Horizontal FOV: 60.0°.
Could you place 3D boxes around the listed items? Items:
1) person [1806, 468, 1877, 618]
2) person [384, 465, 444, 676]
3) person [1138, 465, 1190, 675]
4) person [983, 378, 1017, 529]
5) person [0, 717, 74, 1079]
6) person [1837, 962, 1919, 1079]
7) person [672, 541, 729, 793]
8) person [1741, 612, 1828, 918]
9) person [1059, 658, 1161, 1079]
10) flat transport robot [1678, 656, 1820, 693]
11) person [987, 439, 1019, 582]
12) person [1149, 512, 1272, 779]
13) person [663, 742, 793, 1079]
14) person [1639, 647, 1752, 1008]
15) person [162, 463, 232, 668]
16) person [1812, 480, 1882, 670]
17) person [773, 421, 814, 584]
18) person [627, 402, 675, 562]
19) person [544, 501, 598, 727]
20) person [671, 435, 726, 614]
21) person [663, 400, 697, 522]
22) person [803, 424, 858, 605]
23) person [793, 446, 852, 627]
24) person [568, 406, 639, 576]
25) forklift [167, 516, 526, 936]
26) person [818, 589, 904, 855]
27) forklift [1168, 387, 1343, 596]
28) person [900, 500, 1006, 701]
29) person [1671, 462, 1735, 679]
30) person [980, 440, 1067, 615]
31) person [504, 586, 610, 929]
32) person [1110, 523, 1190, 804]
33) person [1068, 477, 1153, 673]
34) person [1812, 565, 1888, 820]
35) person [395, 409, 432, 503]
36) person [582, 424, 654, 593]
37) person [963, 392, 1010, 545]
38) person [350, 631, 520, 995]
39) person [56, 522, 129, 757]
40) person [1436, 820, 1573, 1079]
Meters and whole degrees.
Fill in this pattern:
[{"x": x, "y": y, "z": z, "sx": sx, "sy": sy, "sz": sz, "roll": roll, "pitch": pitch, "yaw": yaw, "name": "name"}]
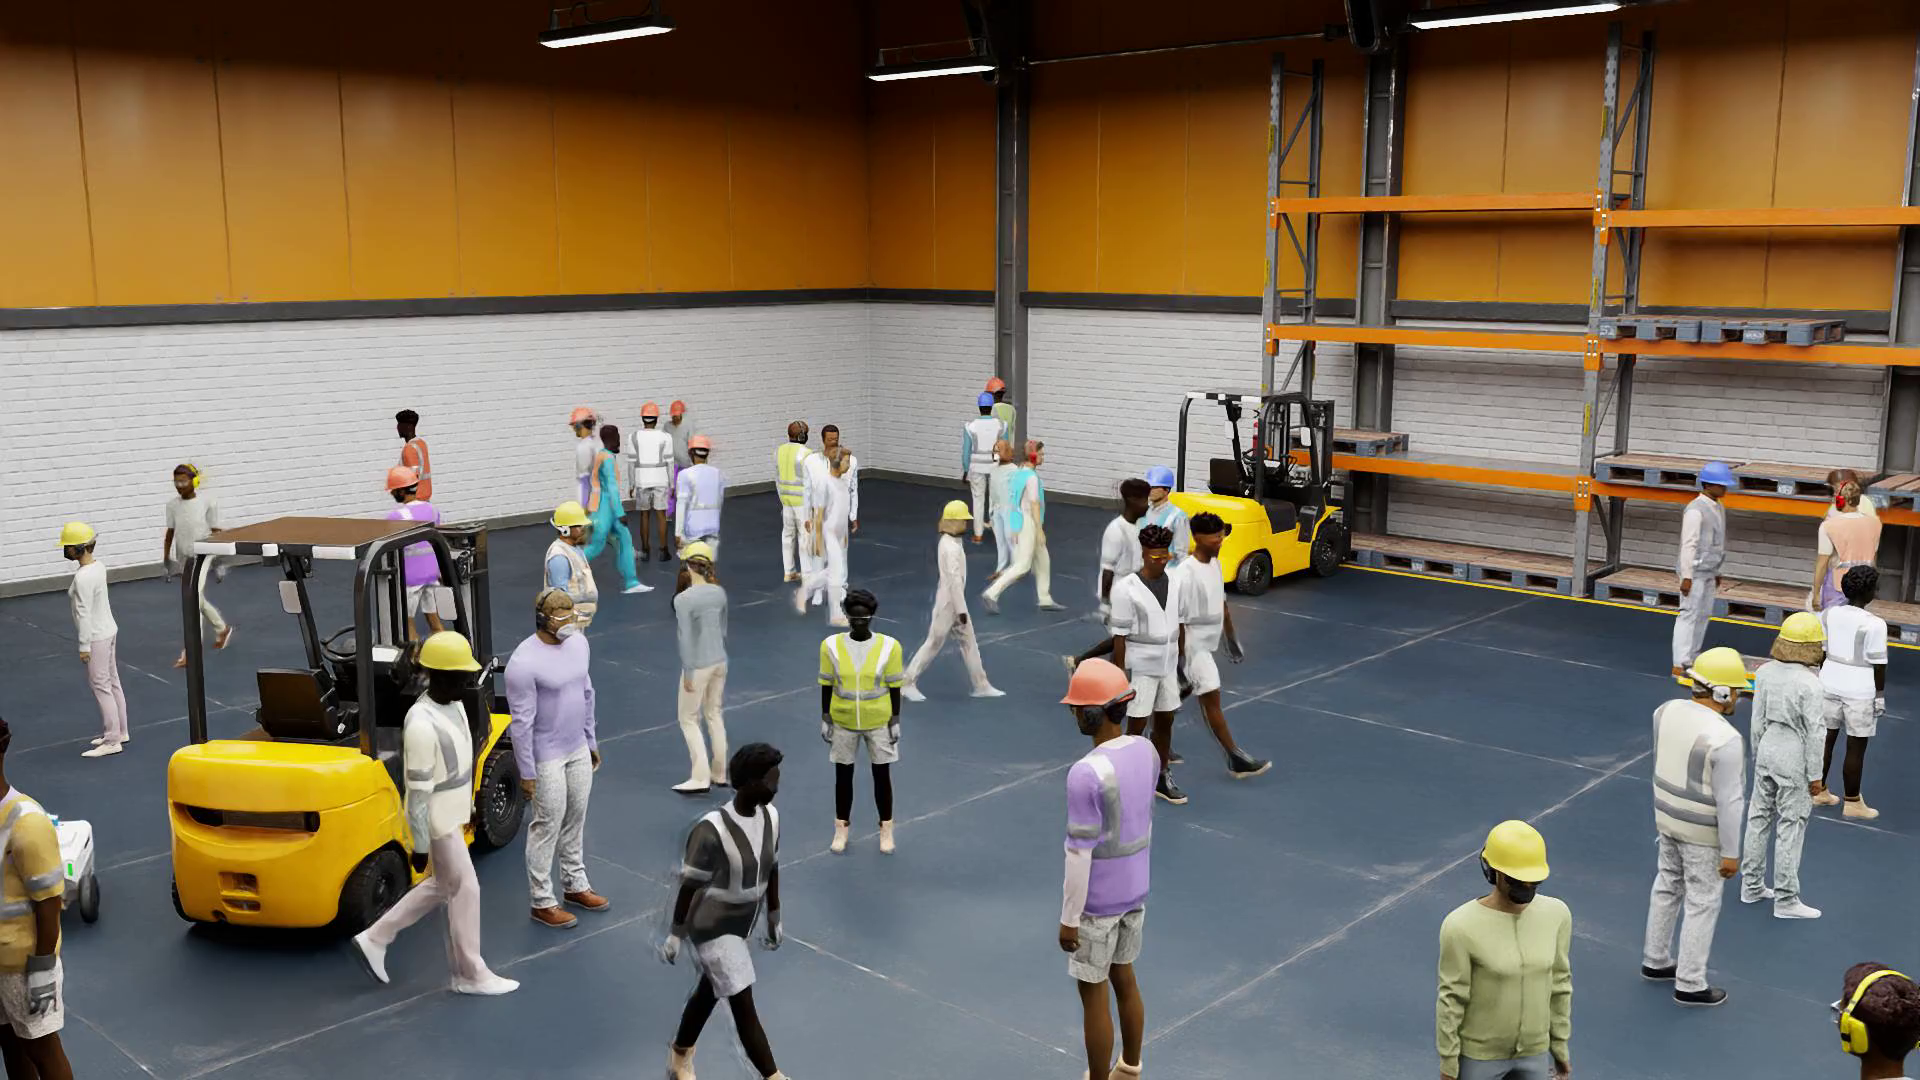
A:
[{"x": 7.868, "y": 0.268, "z": 14.850, "sx": 0.669, "sy": 1.815, "sz": 0.488, "roll": -7, "pitch": 12, "yaw": -34, "name": "person"}, {"x": -4.680, "y": 0.308, "z": 14.322, "sx": 0.422, "sy": 1.924, "sz": 0.636, "roll": 4, "pitch": 11, "yaw": 24, "name": "person"}, {"x": 1.686, "y": 0.330, "z": 14.122, "sx": 0.384, "sy": 1.951, "sz": 0.605, "roll": -8, "pitch": 13, "yaw": -37, "name": "person"}, {"x": 0.485, "y": -1.158, "z": 22.340, "sx": 0.395, "sy": 2.039, "sz": 0.614, "roll": 8, "pitch": 13, "yaw": 39, "name": "person"}, {"x": -3.813, "y": 1.634, "z": 6.657, "sx": 0.613, "sy": 1.962, "sz": 0.367, "roll": 7, "pitch": 12, "yaw": 35, "name": "person"}, {"x": 2.454, "y": 2.061, "z": 4.542, "sx": 0.514, "sy": 1.859, "sz": 0.321, "roll": -2, "pitch": 10, "yaw": -9, "name": "person"}, {"x": -1.803, "y": 0.882, "z": 11.623, "sx": 0.447, "sy": 1.724, "sz": 0.574, "roll": 6, "pitch": 12, "yaw": 33, "name": "person"}, {"x": 4.693, "y": 1.261, "z": 9.410, "sx": 0.295, "sy": 1.744, "sz": 0.491, "roll": -3, "pitch": 10, "yaw": -17, "name": "person"}, {"x": 0.609, "y": 1.510, "z": 7.185, "sx": 0.411, "sy": 2.032, "sz": 0.611, "roll": 7, "pitch": 12, "yaw": 36, "name": "person"}, {"x": 6.923, "y": 1.175, "z": 14.089, "sx": 1.431, "sy": 0.197, "sz": 0.652, "roll": 7, "pitch": 12, "yaw": 36, "name": "flat transport robot"}, {"x": 0.497, "y": -0.325, "z": 18.787, "sx": 0.277, "sy": 1.627, "sz": 0.505, "roll": -7, "pitch": 12, "yaw": -34, "name": "person"}, {"x": 1.768, "y": 0.736, "z": 11.914, "sx": 1.027, "sy": 1.912, "sz": 0.619, "roll": 6, "pitch": 11, "yaw": 29, "name": "person"}, {"x": -0.980, "y": 1.688, "z": 7.247, "sx": 0.858, "sy": 1.634, "sz": 0.578, "roll": 5, "pitch": 11, "yaw": 26, "name": "person"}, {"x": 3.678, "y": 1.421, "z": 8.290, "sx": 0.403, "sy": 1.818, "sz": 0.605, "roll": -2, "pitch": 10, "yaw": -12, "name": "person"}, {"x": -7.032, "y": 0.186, "z": 15.299, "sx": 0.530, "sy": 1.833, "sz": 0.940, "roll": 2, "pitch": 10, "yaw": 9, "name": "person"}, {"x": 7.409, "y": 0.422, "z": 13.932, "sx": 0.559, "sy": 1.836, "sz": 0.394, "roll": -2, "pitch": 10, "yaw": -11, "name": "person"}, {"x": -1.803, "y": -0.422, "z": 18.716, "sx": 0.627, "sy": 1.844, "sz": 0.429, "roll": 8, "pitch": 13, "yaw": 40, "name": "person"}, {"x": -3.707, "y": -0.697, "z": 20.014, "sx": 0.553, "sy": 1.935, "sz": 0.371, "roll": -1, "pitch": 10, "yaw": -5, "name": "person"}, {"x": -3.001, "y": 0.609, "z": 12.868, "sx": 0.404, "sy": 1.834, "sz": 0.591, "roll": -1, "pitch": 10, "yaw": -4, "name": "person"}, {"x": -2.685, "y": -0.119, "z": 16.884, "sx": 0.640, "sy": 1.875, "sz": 0.861, "roll": -8, "pitch": 13, "yaw": -39, "name": "person"}, {"x": -3.876, "y": -1.108, "z": 23.068, "sx": 0.618, "sy": 1.690, "sz": 0.897, "roll": 4, "pitch": 11, "yaw": 23, "name": "person"}, {"x": -1.369, "y": -0.271, "z": 17.631, "sx": 0.591, "sy": 1.922, "sz": 0.392, "roll": -2, "pitch": 10, "yaw": -10, "name": "person"}, {"x": -1.368, "y": -0.052, "z": 16.713, "sx": 0.761, "sy": 1.814, "sz": 0.546, "roll": 5, "pitch": 11, "yaw": 25, "name": "person"}, {"x": -4.090, "y": -0.498, "z": 18.694, "sx": 0.783, "sy": 2.010, "sz": 0.607, "roll": 1, "pitch": 10, "yaw": 7, "name": "person"}, {"x": -3.583, "y": 0.976, "z": 9.748, "sx": 1.214, "sy": 2.155, "sz": 2.313, "roll": 2, "pitch": 10, "yaw": 11, "name": "forklift"}, {"x": -0.618, "y": 1.126, "z": 10.339, "sx": 0.535, "sy": 1.690, "sz": 0.319, "roll": 1, "pitch": 10, "yaw": 4, "name": "person"}, {"x": 3.298, "y": -0.608, "z": 18.767, "sx": 1.214, "sy": 2.155, "sz": 2.313, "roll": 9, "pitch": 13, "yaw": 42, "name": "forklift"}, {"x": -0.101, "y": 0.509, "z": 13.848, "sx": 0.915, "sy": 1.705, "sz": 0.496, "roll": 0, "pitch": 10, "yaw": 0, "name": "person"}, {"x": 6.473, "y": 0.272, "z": 14.492, "sx": 0.432, "sy": 1.938, "sz": 0.635, "roll": 9, "pitch": 14, "yaw": 43, "name": "person"}, {"x": 0.654, "y": -0.124, "z": 17.102, "sx": 0.858, "sy": 1.813, "sz": 0.571, "roll": -1, "pitch": 10, "yaw": -4, "name": "person"}, {"x": -2.249, "y": 1.198, "z": 9.258, "sx": 0.376, "sy": 1.929, "sz": 0.635, "roll": 4, "pitch": 11, "yaw": 24, "name": "person"}, {"x": 1.285, "y": 0.847, "z": 11.190, "sx": 0.615, "sy": 1.951, "sz": 0.388, "roll": -7, "pitch": 12, "yaw": -33, "name": "person"}, {"x": 1.233, "y": 0.427, "z": 13.632, "sx": 0.717, "sy": 1.940, "sz": 0.610, "roll": 5, "pitch": 11, "yaw": 26, "name": "person"}, {"x": 5.903, "y": 1.001, "z": 11.026, "sx": 0.318, "sy": 1.697, "sz": 0.535, "roll": -4, "pitch": 11, "yaw": -20, "name": "person"}, {"x": -6.163, "y": -0.500, "z": 18.799, "sx": 0.365, "sy": 1.964, "sz": 0.610, "roll": -1, "pitch": 10, "yaw": -5, "name": "person"}, {"x": -3.902, "y": -0.328, "z": 18.122, "sx": 0.969, "sy": 1.863, "sz": 0.612, "roll": -2, "pitch": 10, "yaw": -9, "name": "person"}, {"x": 0.339, "y": -0.910, "z": 21.191, "sx": 0.611, "sy": 1.944, "sz": 0.402, "roll": -1, "pitch": 10, "yaw": -4, "name": "person"}, {"x": -2.660, "y": 1.375, "z": 8.318, "sx": 0.752, "sy": 1.902, "sz": 0.599, "roll": -1, "pitch": 10, "yaw": -6, "name": "person"}, {"x": -6.479, "y": 0.731, "z": 12.398, "sx": 0.349, "sy": 1.758, "sz": 0.522, "roll": -3, "pitch": 10, "yaw": -15, "name": "person"}, {"x": 1.970, "y": 1.851, "z": 6.017, "sx": 0.520, "sy": 1.760, "sz": 0.329, "roll": -3, "pitch": 10, "yaw": -14, "name": "person"}]
